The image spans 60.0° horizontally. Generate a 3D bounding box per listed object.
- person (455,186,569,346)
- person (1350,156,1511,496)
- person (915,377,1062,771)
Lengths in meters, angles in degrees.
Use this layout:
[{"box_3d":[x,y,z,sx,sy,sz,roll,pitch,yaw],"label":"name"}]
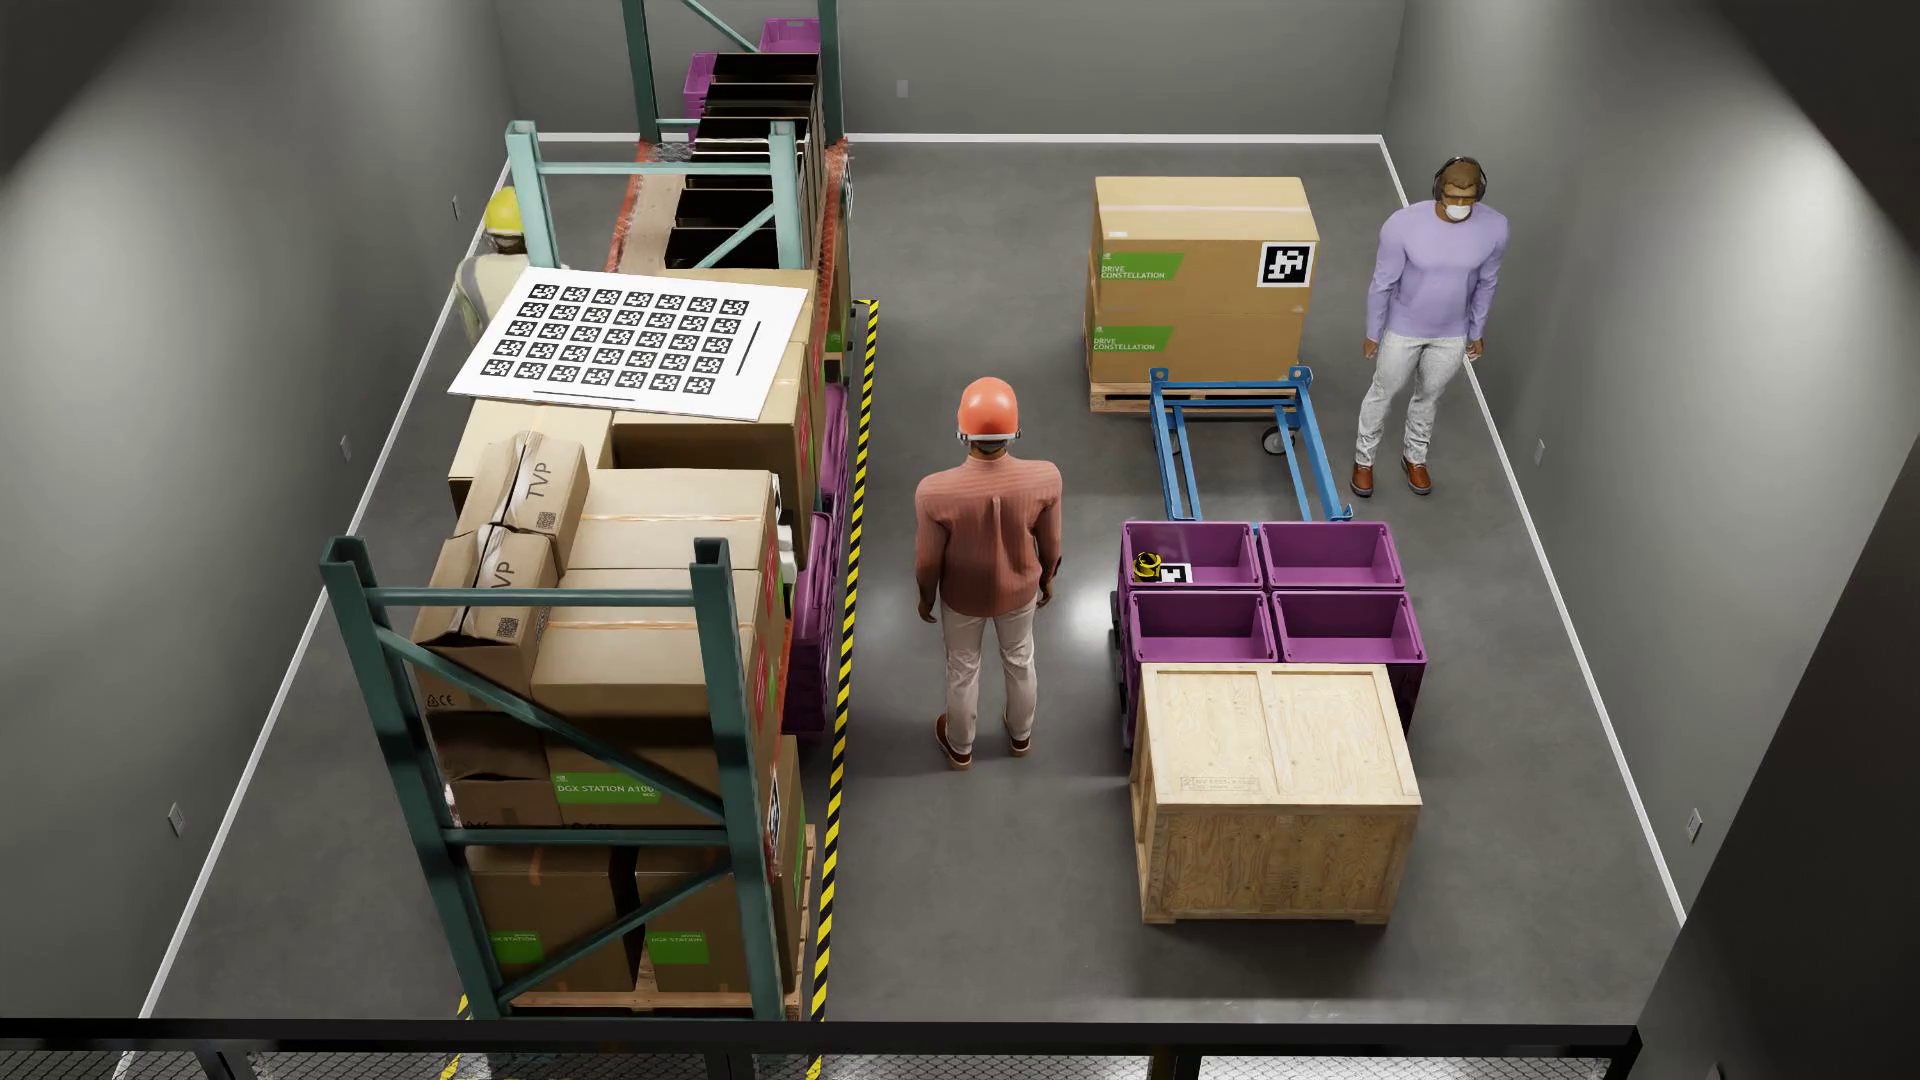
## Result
[{"box_3d":[-2.120,-0.973,8.324,0.615,1.790,0.871,1,41,1],"label":"person"},{"box_3d":[2.329,-1.055,8.316,0.632,1.938,0.359,-1,41,-1],"label":"person"},{"box_3d":[0.111,0.174,6.874,0.611,1.995,0.381,-10,42,-11],"label":"person"}]
